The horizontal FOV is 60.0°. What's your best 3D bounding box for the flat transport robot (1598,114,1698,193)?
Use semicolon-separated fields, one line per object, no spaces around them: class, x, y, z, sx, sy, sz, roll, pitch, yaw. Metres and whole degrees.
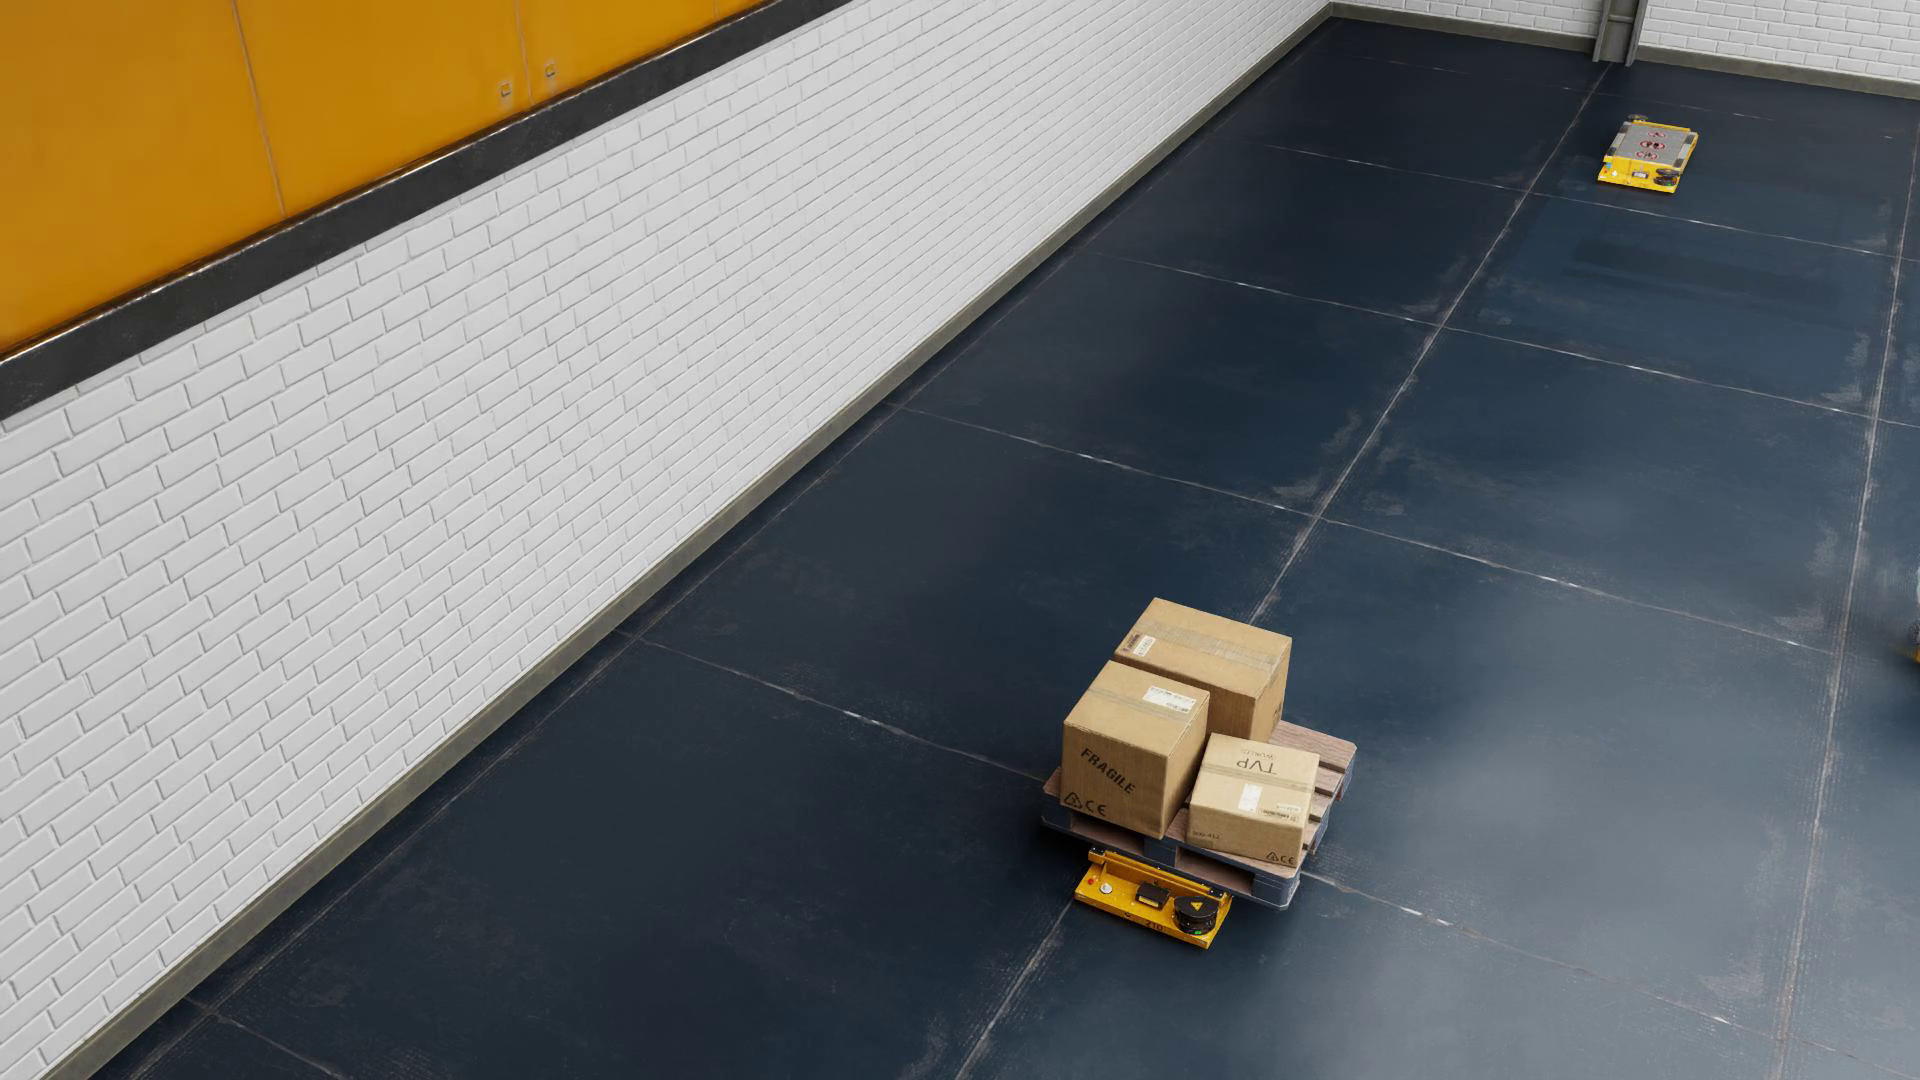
flat transport robot;6.331;-3.546;15.253;0.659;0.231;1.431;17;37;23

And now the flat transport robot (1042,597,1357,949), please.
flat transport robot;1.147;1.328;8.002;0.659;0.231;1.431;17;37;23
